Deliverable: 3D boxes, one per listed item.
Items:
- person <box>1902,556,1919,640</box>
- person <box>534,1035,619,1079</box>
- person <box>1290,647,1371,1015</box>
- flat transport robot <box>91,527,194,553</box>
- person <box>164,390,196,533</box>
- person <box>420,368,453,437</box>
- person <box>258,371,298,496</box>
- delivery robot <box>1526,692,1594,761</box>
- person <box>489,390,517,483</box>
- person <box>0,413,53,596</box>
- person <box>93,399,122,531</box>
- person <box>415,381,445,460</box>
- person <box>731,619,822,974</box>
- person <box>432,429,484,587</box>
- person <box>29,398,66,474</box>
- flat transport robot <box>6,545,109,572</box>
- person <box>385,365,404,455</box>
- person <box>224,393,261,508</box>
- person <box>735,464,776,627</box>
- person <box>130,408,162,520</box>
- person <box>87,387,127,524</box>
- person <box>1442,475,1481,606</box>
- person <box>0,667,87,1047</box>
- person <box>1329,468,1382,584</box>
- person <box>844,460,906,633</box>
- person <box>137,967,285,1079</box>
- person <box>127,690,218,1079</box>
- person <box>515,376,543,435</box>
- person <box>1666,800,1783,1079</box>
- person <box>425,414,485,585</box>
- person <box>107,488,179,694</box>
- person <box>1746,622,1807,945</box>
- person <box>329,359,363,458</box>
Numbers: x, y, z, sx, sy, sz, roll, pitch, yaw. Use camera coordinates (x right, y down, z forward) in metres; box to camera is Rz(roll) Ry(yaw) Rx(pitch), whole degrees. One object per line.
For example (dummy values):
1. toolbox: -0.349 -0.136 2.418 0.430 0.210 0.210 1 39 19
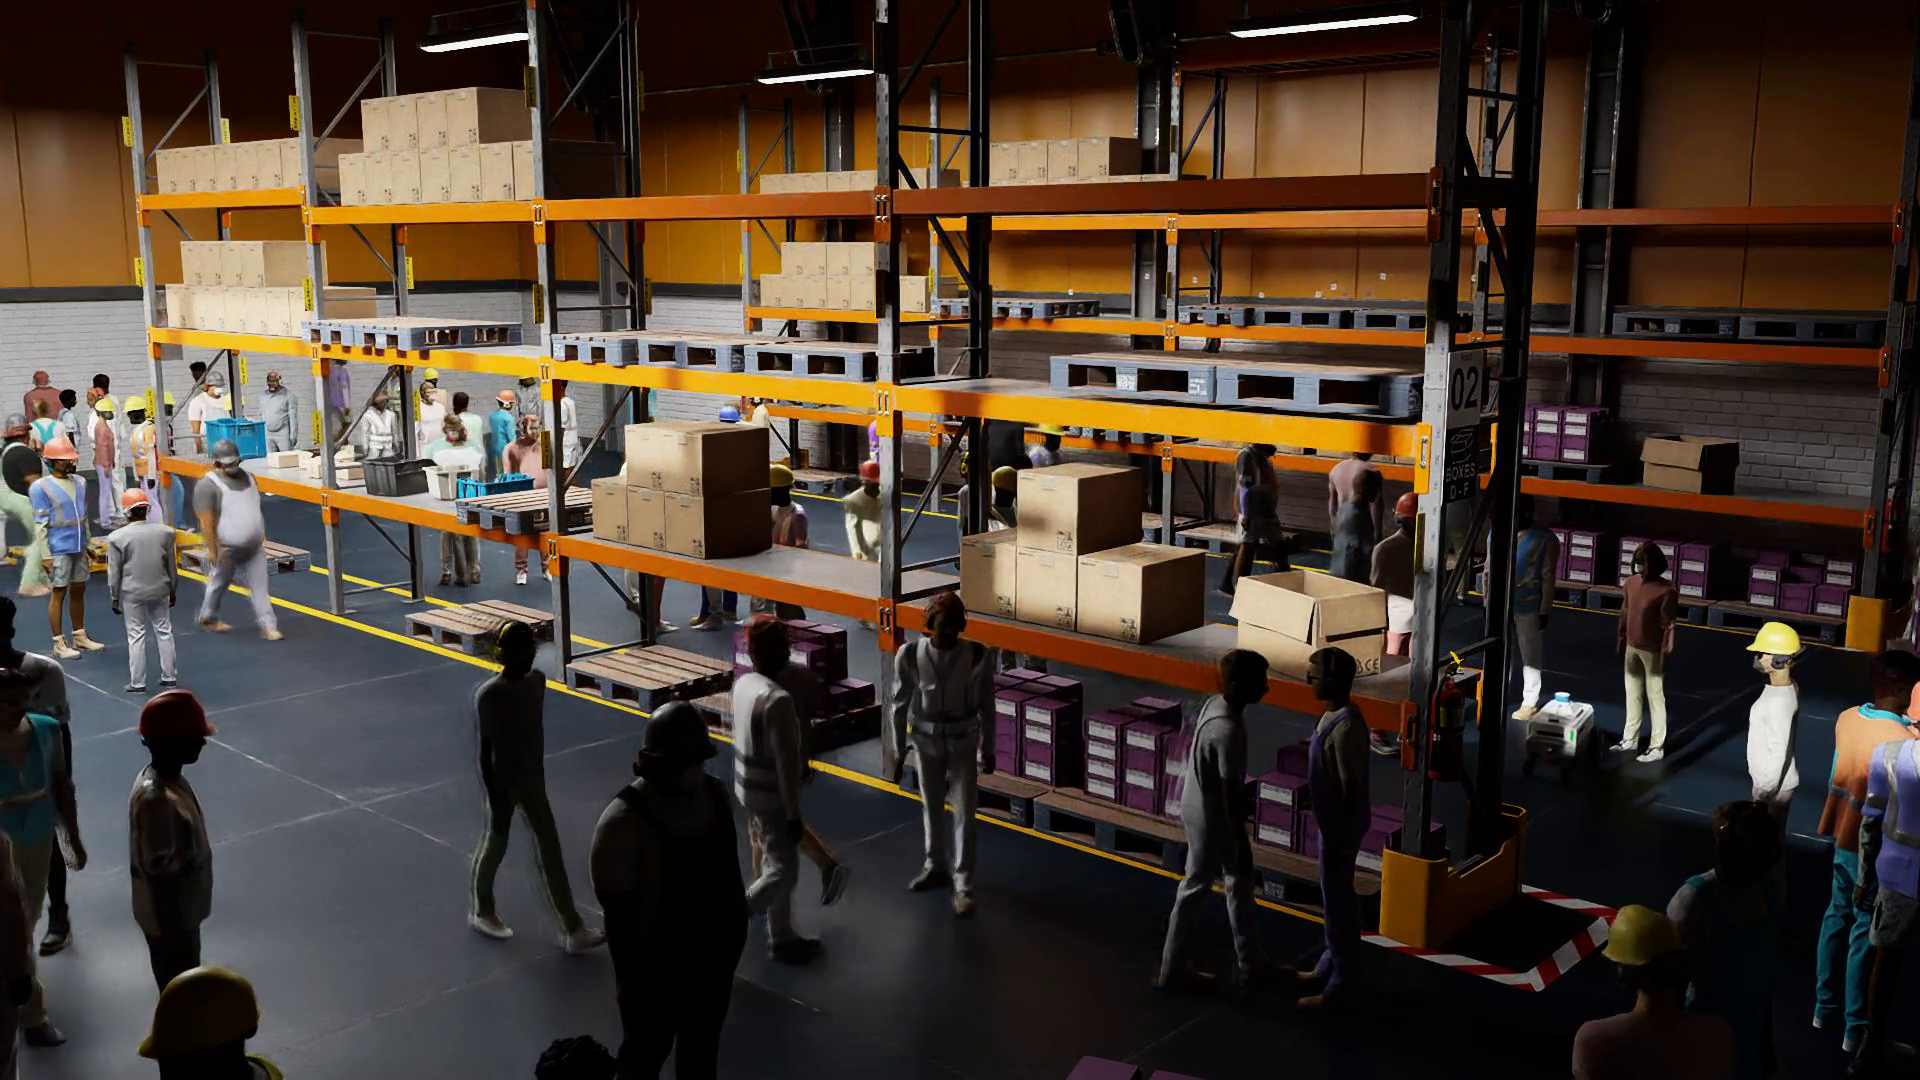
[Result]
1. person: 8.526 0.377 14.263 0.875 1.777 0.717 7 12 34
2. person: -1.012 2.146 4.529 0.537 1.696 0.318 -4 11 -19
3. person: 1.841 1.425 8.197 0.351 1.843 0.506 1 10 7
4. flat transport robot: -10.083 0.043 20.449 0.652 0.197 1.431 8 13 40
5. person: -10.357 -1.025 21.866 0.586 1.908 0.614 -3 10 -14
6. person: -8.033 -1.666 25.439 0.376 1.925 0.588 8 13 37
7. person: -10.329 -1.606 25.184 0.642 1.900 0.400 2 10 13
8. delivery robot: 4.343 1.345 12.023 0.477 0.478 0.707 6 12 31
9. person: -6.473 -1.272 23.738 0.354 1.737 0.576 -10 14 -44
10. person: -10.041 -0.400 17.955 0.535 2.000 0.724 -10 14 -43
11. person: -11.364 -1.004 22.170 0.342 1.759 0.527 -5 11 -26
12. person: -7.279 -1.209 22.816 0.377 1.940 0.628 5 11 28
13. person: -1.036 1.333 8.631 0.627 1.872 0.587 -5 11 -28
14. person: -5.662 -0.405 18.648 0.620 1.806 0.880 -7 12 -34
15. person: -11.847 -0.937 21.573 0.528 1.829 0.495 -8 13 -40
16. flat transport robot: -10.581 0.205 19.531 1.431 0.197 0.652 8 13 39
17. person: -10.188 -2.353 30.132 0.523 1.638 0.310 4 11 21
18. person: -9.243 -0.945 21.383 0.585 1.918 0.378 2 10 13
19. person: -2.059 -0.088 16.563 0.402 1.911 0.638 4 11 20
20. person: -10.235 -0.806 21.089 0.296 1.745 0.484 6 12 31
21. person: -11.618 -1.136 22.590 0.562 1.880 0.353 7 12 35
22. person: 5.175 -0.181 17.524 0.573 1.749 0.343 1 10 3
23. person: -4.626 1.473 8.075 0.913 1.803 0.559 6 12 30
24. person: 3.314 0.354 14.020 0.398 1.922 0.647 3 10 16
25. person: -0.817 0.074 16.169 0.573 1.717 0.762 -5 11 -26
26. person: -1.921 2.048 4.467 0.407 1.918 0.588 -6 12 -30
27. person: -3.311 1.579 7.093 0.380 1.931 0.539 -4 11 -20
28. person: -7.260 -2.017 27.977 0.492 1.730 0.324 2 10 13
29. person: 2.746 1.814 6.031 0.501 1.839 0.346 -5 11 -26
30. person: -5.623 -0.454 18.591 0.627 1.928 0.382 -2 10 -14
31. person: -6.936 0.426 14.122 0.350 1.744 0.566 9 13 42
32. person: 4.383 1.315 9.034 0.316 1.769 0.525 5 11 26
33. person: -10.942 -2.424 29.434 0.613 2.031 0.643 10 14 44
